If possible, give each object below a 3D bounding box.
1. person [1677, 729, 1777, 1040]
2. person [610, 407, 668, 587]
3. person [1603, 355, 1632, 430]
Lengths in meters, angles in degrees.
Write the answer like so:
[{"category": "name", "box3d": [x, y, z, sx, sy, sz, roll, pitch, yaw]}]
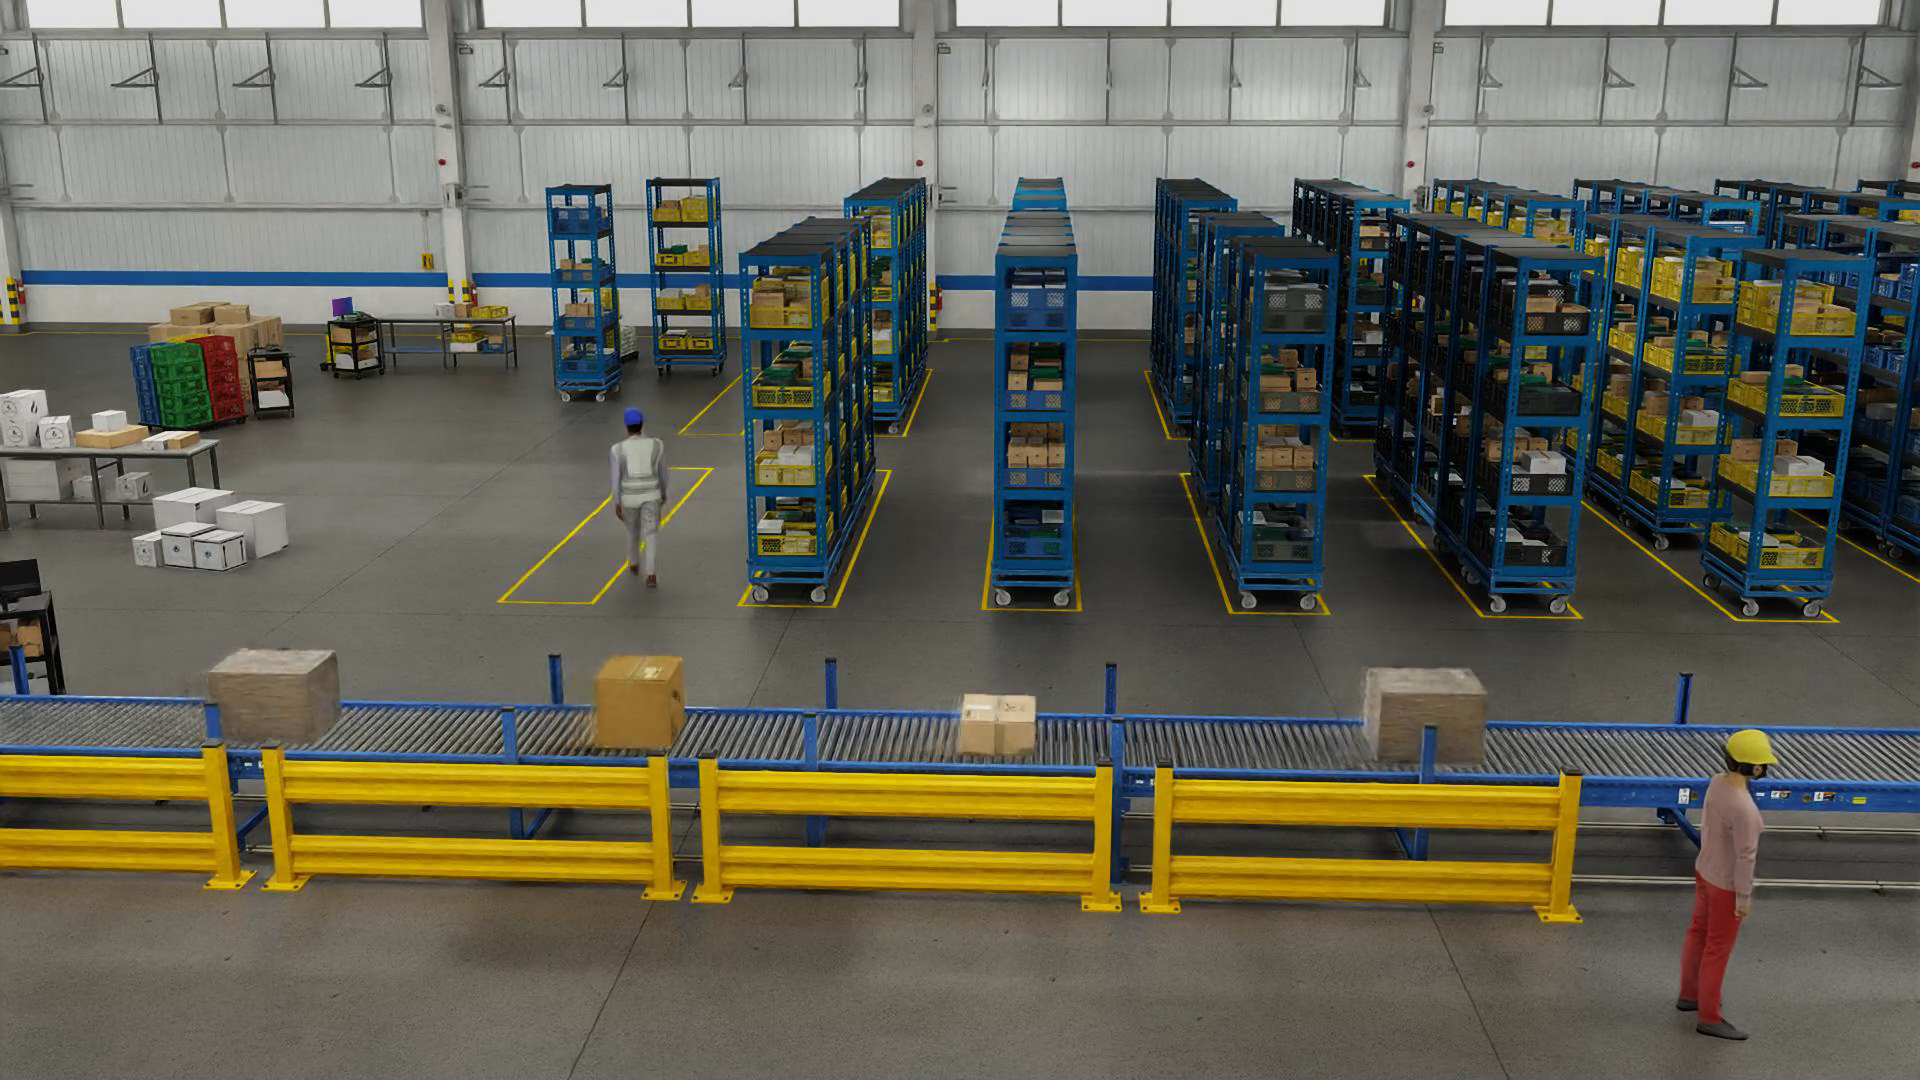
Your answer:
[{"category": "person", "box3d": [4.257, 1.878, 9.219, 0.329, 1.769, 0.526, 1, 15, 3]}, {"category": "person", "box3d": [-3.390, -0.460, 17.674, 0.604, 1.899, 1.017, -4, 15, -13]}, {"category": "person", "box3d": [9.951, -2.465, 25.216, 0.591, 1.834, 0.404, -2, 15, -8]}]
